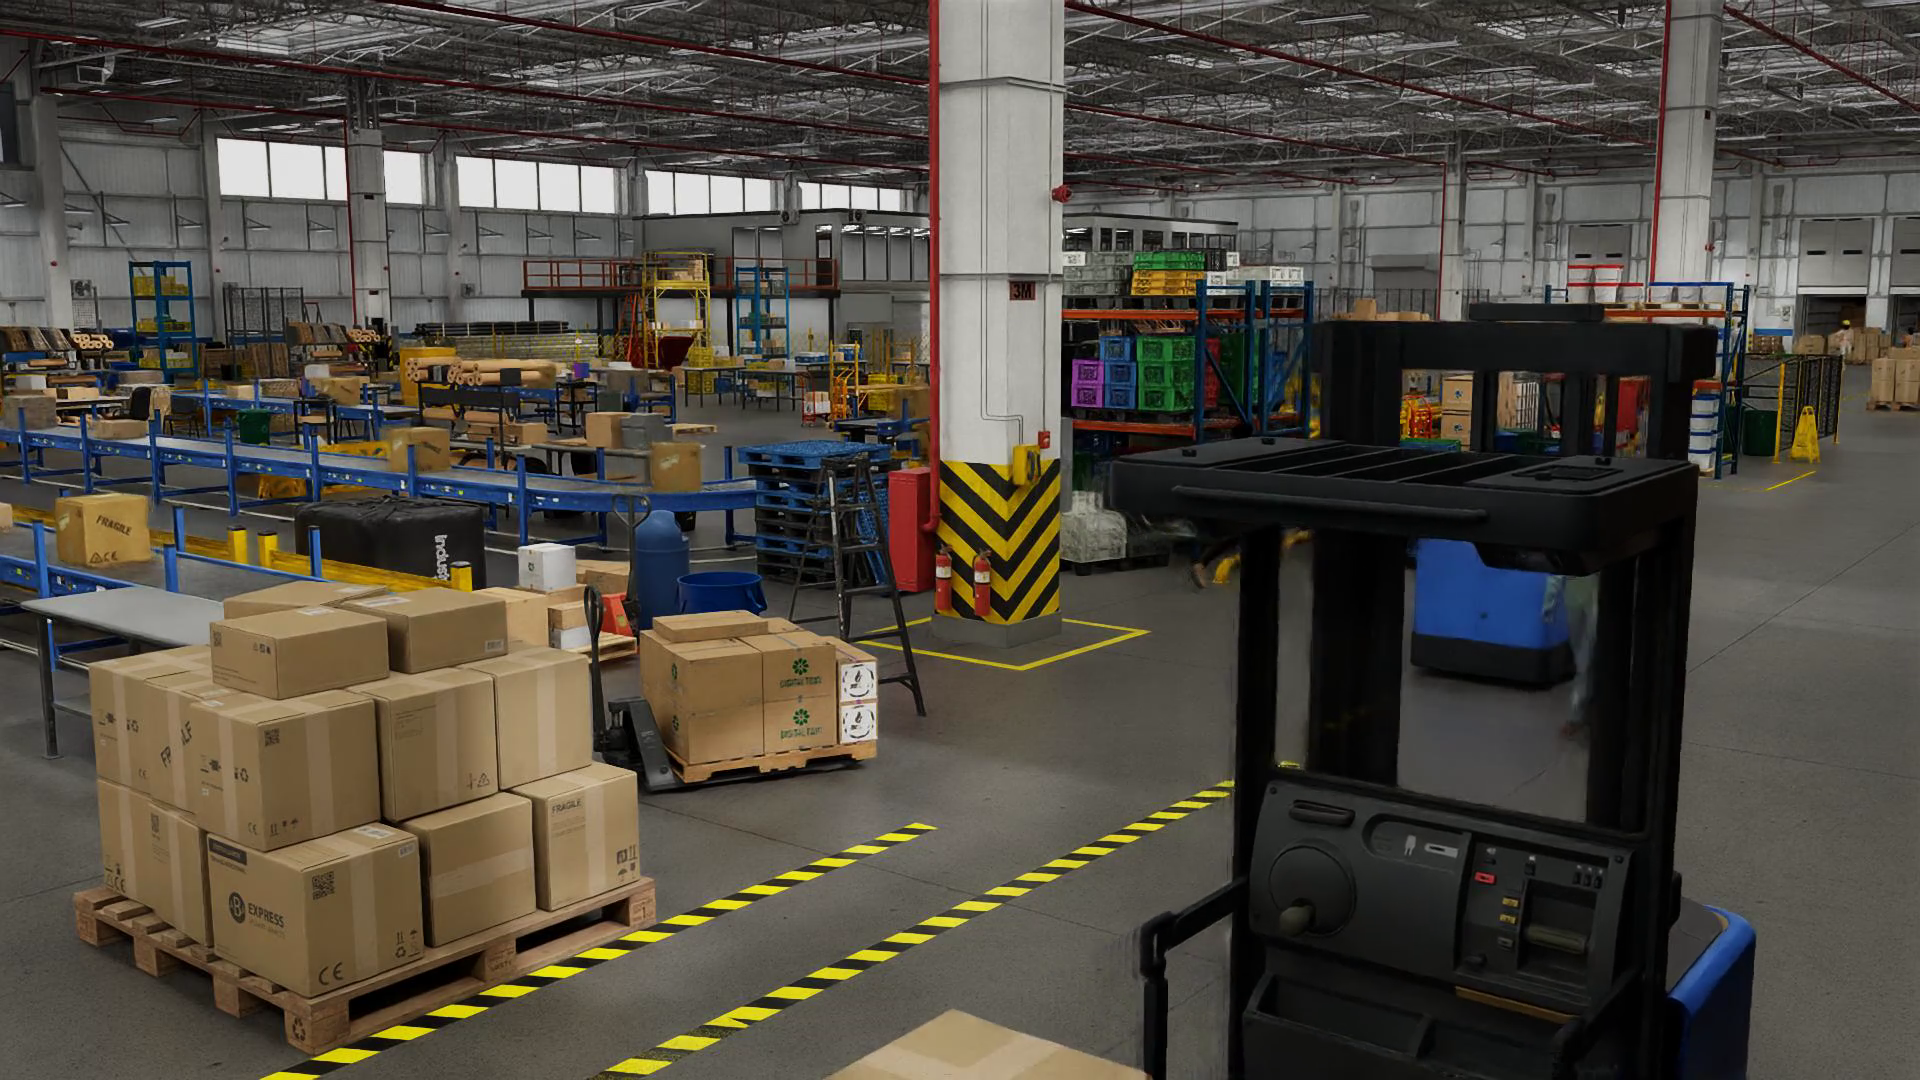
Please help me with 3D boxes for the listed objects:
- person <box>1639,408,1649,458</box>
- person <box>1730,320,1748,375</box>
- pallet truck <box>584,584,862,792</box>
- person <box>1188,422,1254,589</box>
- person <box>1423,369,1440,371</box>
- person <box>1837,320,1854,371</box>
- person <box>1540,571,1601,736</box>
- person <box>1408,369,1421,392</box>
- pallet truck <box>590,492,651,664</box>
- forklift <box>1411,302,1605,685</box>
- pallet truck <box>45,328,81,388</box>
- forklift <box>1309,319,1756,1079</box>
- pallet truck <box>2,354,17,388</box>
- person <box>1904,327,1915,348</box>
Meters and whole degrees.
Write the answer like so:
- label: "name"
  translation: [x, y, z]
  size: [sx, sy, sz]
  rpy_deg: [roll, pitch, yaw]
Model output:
- label: "person"
  translation: [8.746, -1.053, 20.640]
  size: [0.613, 1.785, 0.900]
  rpy_deg: [7, 11, 39]
- label: "person"
  translation: [27.624, -6.813, 58.986]
  size: [0.354, 1.937, 0.635]
  rpy_deg: [-5, 10, -28]
- label: "pallet truck"
  translation: [-1.426, 0.805, 10.019]
  size: [1.601, 1.201, 0.680]
  rpy_deg: [-4, 9, -26]
- label: "person"
  translation: [2.584, -0.296, 15.911]
  size: [0.675, 1.677, 0.533]
  rpy_deg: [-2, 9, -12]
- label: "person"
  translation: [17.576, -7.175, 61.875]
  size: [0.901, 1.812, 0.633]
  rpy_deg: [-1, 9, -8]
- label: "person"
  translation: [33.278, -7.322, 62.489]
  size: [0.615, 1.914, 0.448]
  rpy_deg: [0, 8, 2]
- label: "person"
  translation: [4.044, 0.486, 10.902]
  size: [0.779, 1.601, 0.515]
  rpy_deg: [-6, 11, -37]
- label: "person"
  translation: [10.949, -3.983, 39.933]
  size: [0.378, 1.935, 0.550]
  rpy_deg: [4, 9, 26]
- label: "pallet truck"
  translation: [-3.115, 0.344, 12.883]
  size: [0.653, 1.274, 1.630]
  rpy_deg: [7, 11, 37]
- label: "forklift"
  translation: [4.379, -0.438, 12.852]
  size: [1.129, 2.768, 1.873]
  rpy_deg: [7, 11, 37]
- label: "pallet truck"
  translation: [-23.775, -4.544, 43.495]
  size: [1.885, 1.965, 0.823]
  rpy_deg: [6, 10, 35]
- label: "forklift"
  translation: [1.387, 0.815, 4.403]
  size: [1.129, 2.768, 1.873]
  rpy_deg: [6, 11, 37]
- label: "pallet truck"
  translation: [-24.881, -4.417, 42.634]
  size: [1.885, 1.965, 0.823]
  rpy_deg: [8, 11, 41]
- label: "person"
  translation: [34.961, -6.991, 61.116]
  size: [0.545, 1.647, 0.854]
  rpy_deg: [-7, 11, -41]
